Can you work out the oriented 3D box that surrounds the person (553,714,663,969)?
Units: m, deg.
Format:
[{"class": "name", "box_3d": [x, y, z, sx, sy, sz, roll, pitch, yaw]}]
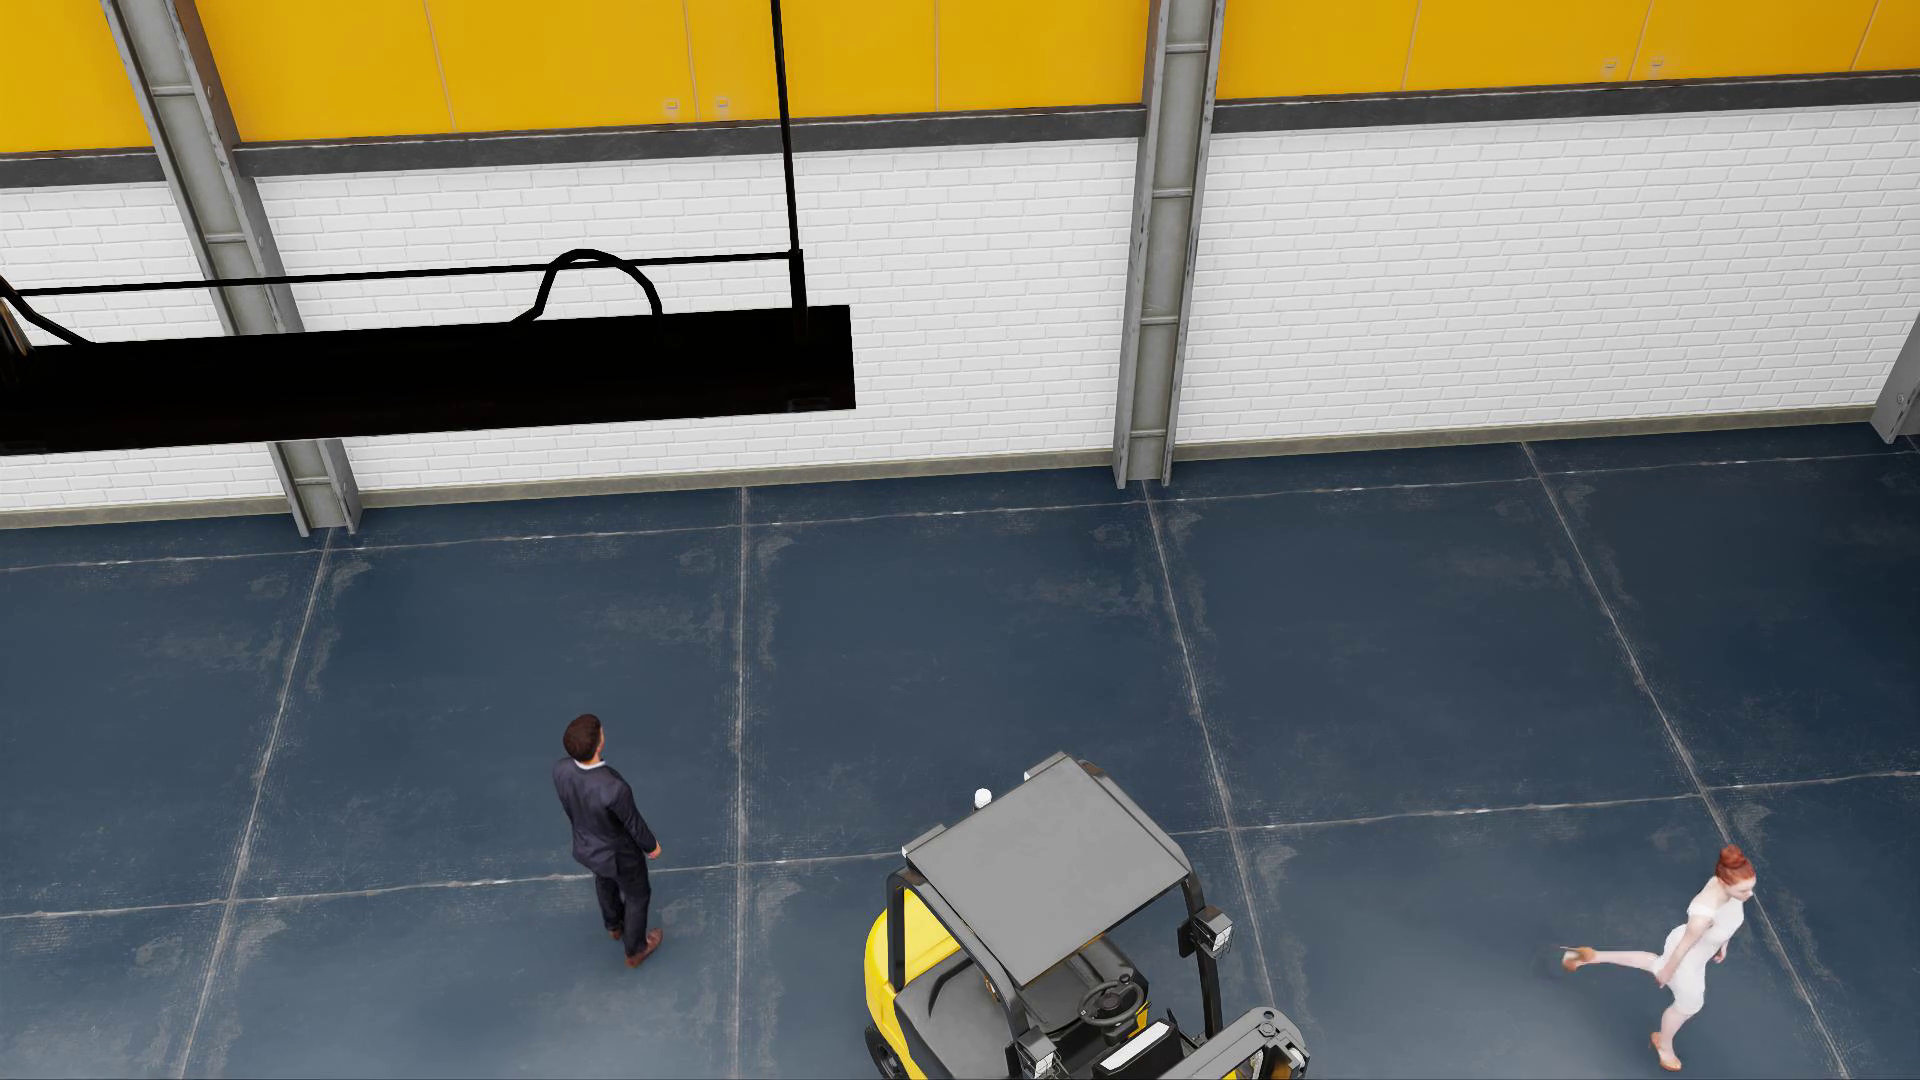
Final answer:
[{"class": "person", "box_3d": [-1.887, 1.658, 8.976, 0.756, 1.858, 0.838, 19, 47, 19]}]

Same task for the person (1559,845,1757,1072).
[{"class": "person", "box_3d": [3.666, 2.084, 8.596, 1.050, 1.766, 1.027, 34, 53, 30]}]
